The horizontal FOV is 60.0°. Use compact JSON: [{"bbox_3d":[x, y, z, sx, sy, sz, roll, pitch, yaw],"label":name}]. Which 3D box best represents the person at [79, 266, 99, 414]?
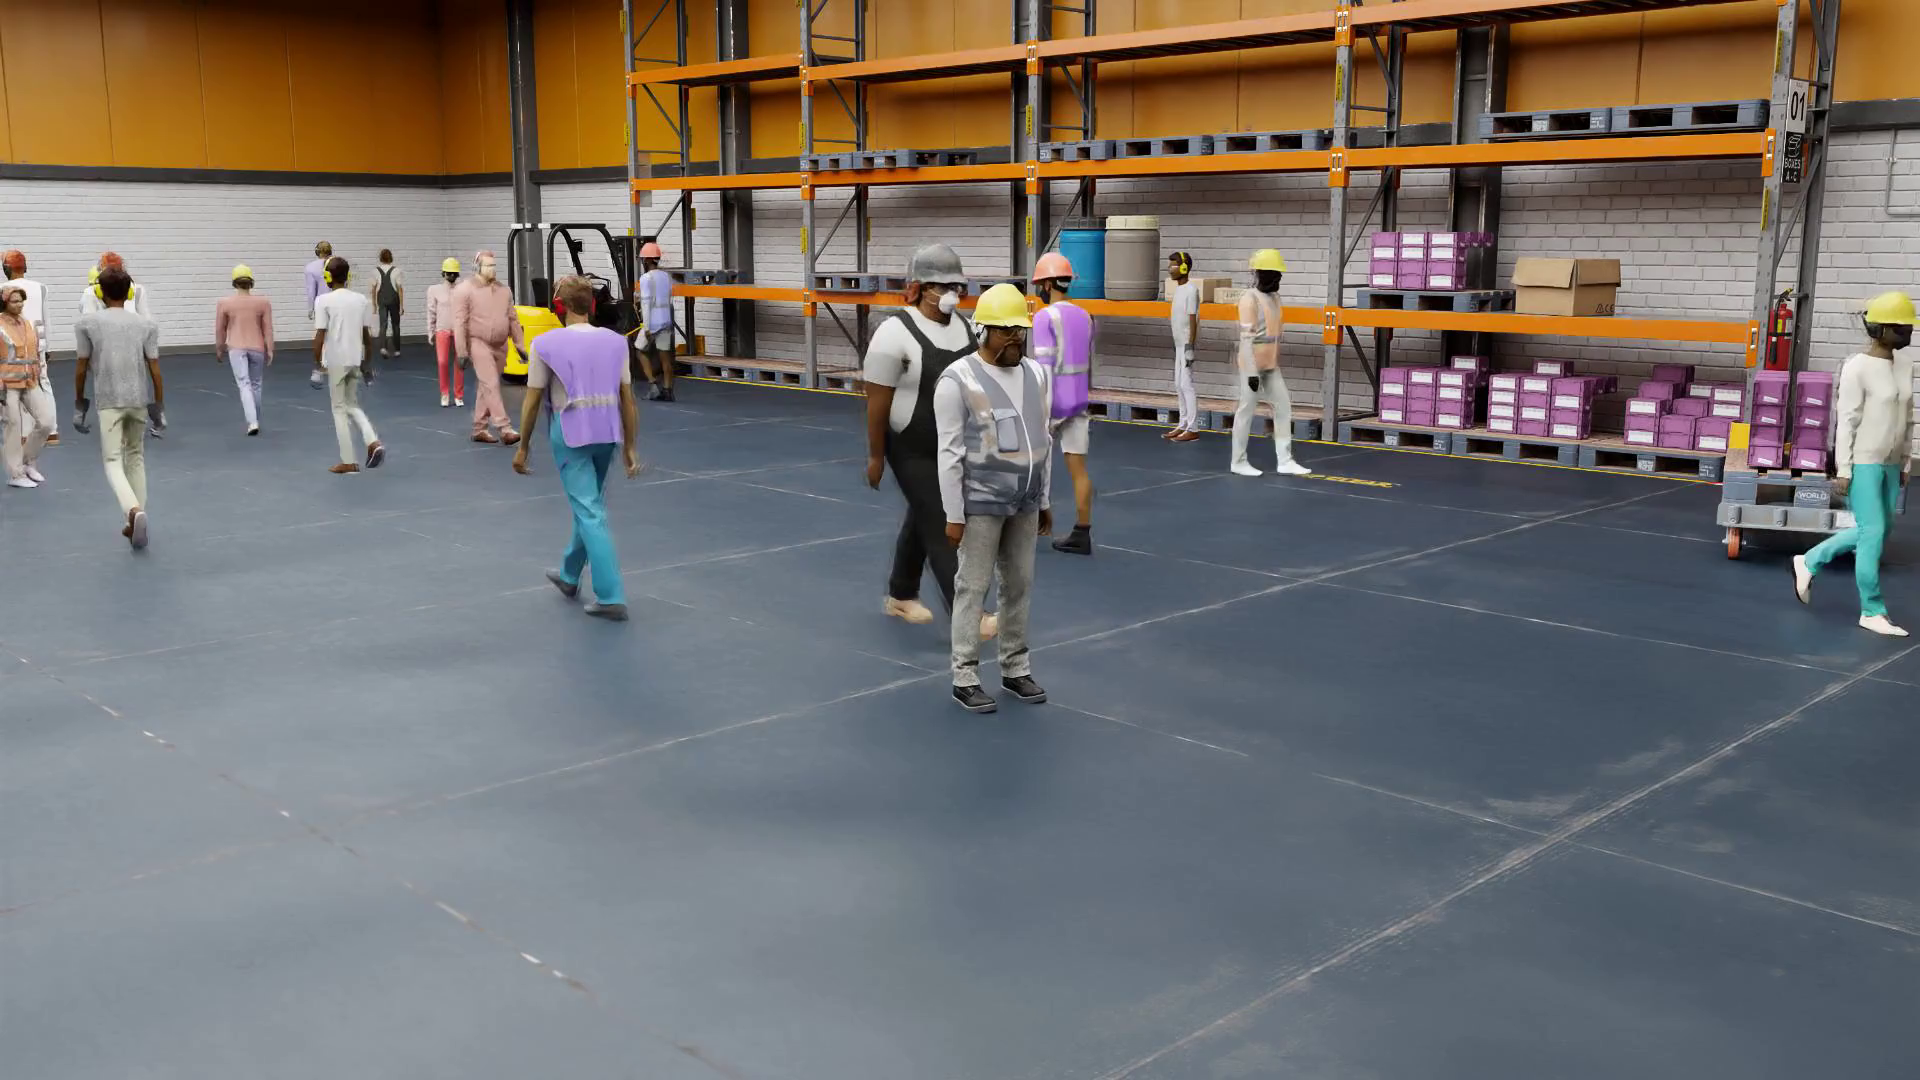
[{"bbox_3d":[-8.875,-1.998,17.327,0.491,1.708,0.677,-5,12,-25],"label":"person"}]

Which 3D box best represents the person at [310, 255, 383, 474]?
[{"bbox_3d":[-5.211,-1.466,14.048,0.440,1.856,0.522,6,12,30],"label":"person"}]

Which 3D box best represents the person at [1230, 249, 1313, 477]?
[{"bbox_3d":[2.601,-1.449,13.808,0.820,1.897,0.625,9,14,40],"label":"person"}]

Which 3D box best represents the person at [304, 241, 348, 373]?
[{"bbox_3d":[-9.290,-3.416,24.449,0.629,1.940,0.379,-9,14,-41],"label":"person"}]

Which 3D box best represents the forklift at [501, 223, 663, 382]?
[{"bbox_3d":[-5.316,-3.263,22.920,2.313,2.155,1.214,-10,14,-44],"label":"forklift"}]

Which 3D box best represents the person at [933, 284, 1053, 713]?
[{"bbox_3d":[0.167,-0.174,7.105,0.586,1.824,0.404,-8,13,-39],"label":"person"}]

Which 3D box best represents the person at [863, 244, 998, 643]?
[{"bbox_3d":[-0.084,-0.515,8.354,1.068,2.000,0.700,10,14,42],"label":"person"}]

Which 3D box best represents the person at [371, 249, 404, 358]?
[{"bbox_3d":[-9.501,-3.925,27.603,0.522,1.808,0.945,-2,11,-9],"label":"person"}]

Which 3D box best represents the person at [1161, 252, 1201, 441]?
[{"bbox_3d":[2.207,-1.904,16.431,0.327,1.860,0.538,-2,11,-11],"label":"person"}]

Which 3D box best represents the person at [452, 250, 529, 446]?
[{"bbox_3d":[-4.448,-1.832,15.993,0.950,1.862,0.668,7,12,33],"label":"person"}]

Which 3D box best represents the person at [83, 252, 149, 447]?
[{"bbox_3d":[-8.096,-1.817,15.932,0.668,1.857,0.606,8,13,38],"label":"person"}]

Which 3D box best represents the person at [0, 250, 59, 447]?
[{"bbox_3d":[-8.964,-1.830,15.951,0.337,1.882,0.585,3,11,16],"label":"person"}]

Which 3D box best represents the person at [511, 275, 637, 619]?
[{"bbox_3d":[-2.094,-0.511,8.961,0.946,1.795,0.589,10,14,43],"label":"person"}]

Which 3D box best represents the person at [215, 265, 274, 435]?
[{"bbox_3d":[-7.307,-1.944,17.021,0.534,1.722,0.906,-6,12,-32],"label":"person"}]

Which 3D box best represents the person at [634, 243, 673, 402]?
[{"bbox_3d":[-3.705,-2.633,20.200,0.490,1.923,0.544,7,12,33],"label":"person"}]

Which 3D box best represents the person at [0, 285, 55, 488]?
[{"bbox_3d":[-7.522,-1.216,13.286,0.372,1.622,0.546,3,11,16],"label":"person"}]

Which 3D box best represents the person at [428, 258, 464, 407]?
[{"bbox_3d":[-5.956,-2.434,19.566,0.554,1.750,0.489,-4,11,-22],"label":"person"}]

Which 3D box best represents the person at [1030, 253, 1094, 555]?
[{"bbox_3d":[0.560,-0.877,10.689,0.848,1.900,0.569,10,14,43],"label":"person"}]

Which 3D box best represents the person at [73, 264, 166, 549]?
[{"bbox_3d":[-5.448,-0.866,10.834,0.521,1.840,0.802,-9,14,-41],"label":"person"}]

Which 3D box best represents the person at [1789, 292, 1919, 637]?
[{"bbox_3d":[4.669,-0.414,8.618,0.527,1.745,0.706,-6,12,-28],"label":"person"}]
